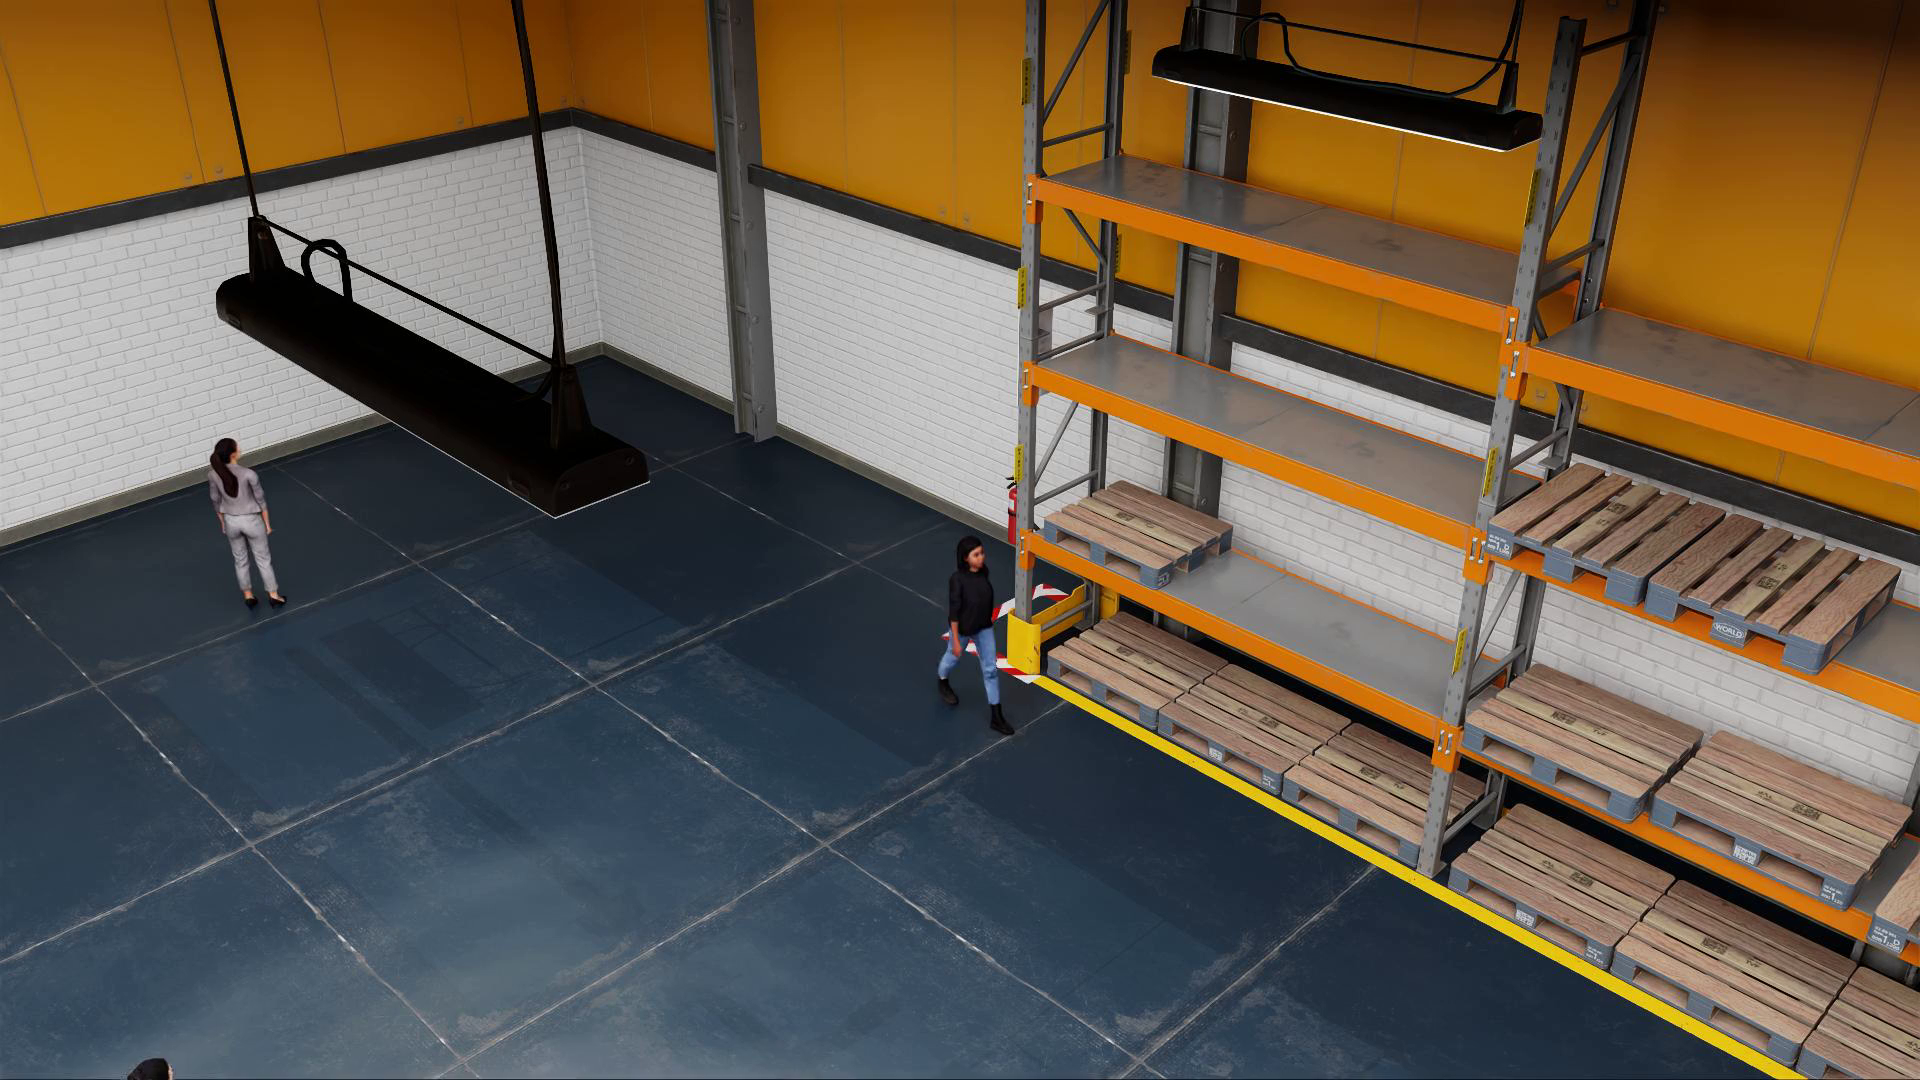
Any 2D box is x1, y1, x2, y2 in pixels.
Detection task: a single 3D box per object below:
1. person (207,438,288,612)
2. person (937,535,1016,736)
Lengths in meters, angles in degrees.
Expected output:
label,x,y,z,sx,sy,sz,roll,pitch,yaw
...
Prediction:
label,x,y,z,sx,sy,sz,roll,pitch,yaw
person,-6.403,-0.131,14.885,0.711,1.677,0.769,0,29,-1
person,0.024,0.712,13.359,0.695,1.657,1.196,-20,34,-32
